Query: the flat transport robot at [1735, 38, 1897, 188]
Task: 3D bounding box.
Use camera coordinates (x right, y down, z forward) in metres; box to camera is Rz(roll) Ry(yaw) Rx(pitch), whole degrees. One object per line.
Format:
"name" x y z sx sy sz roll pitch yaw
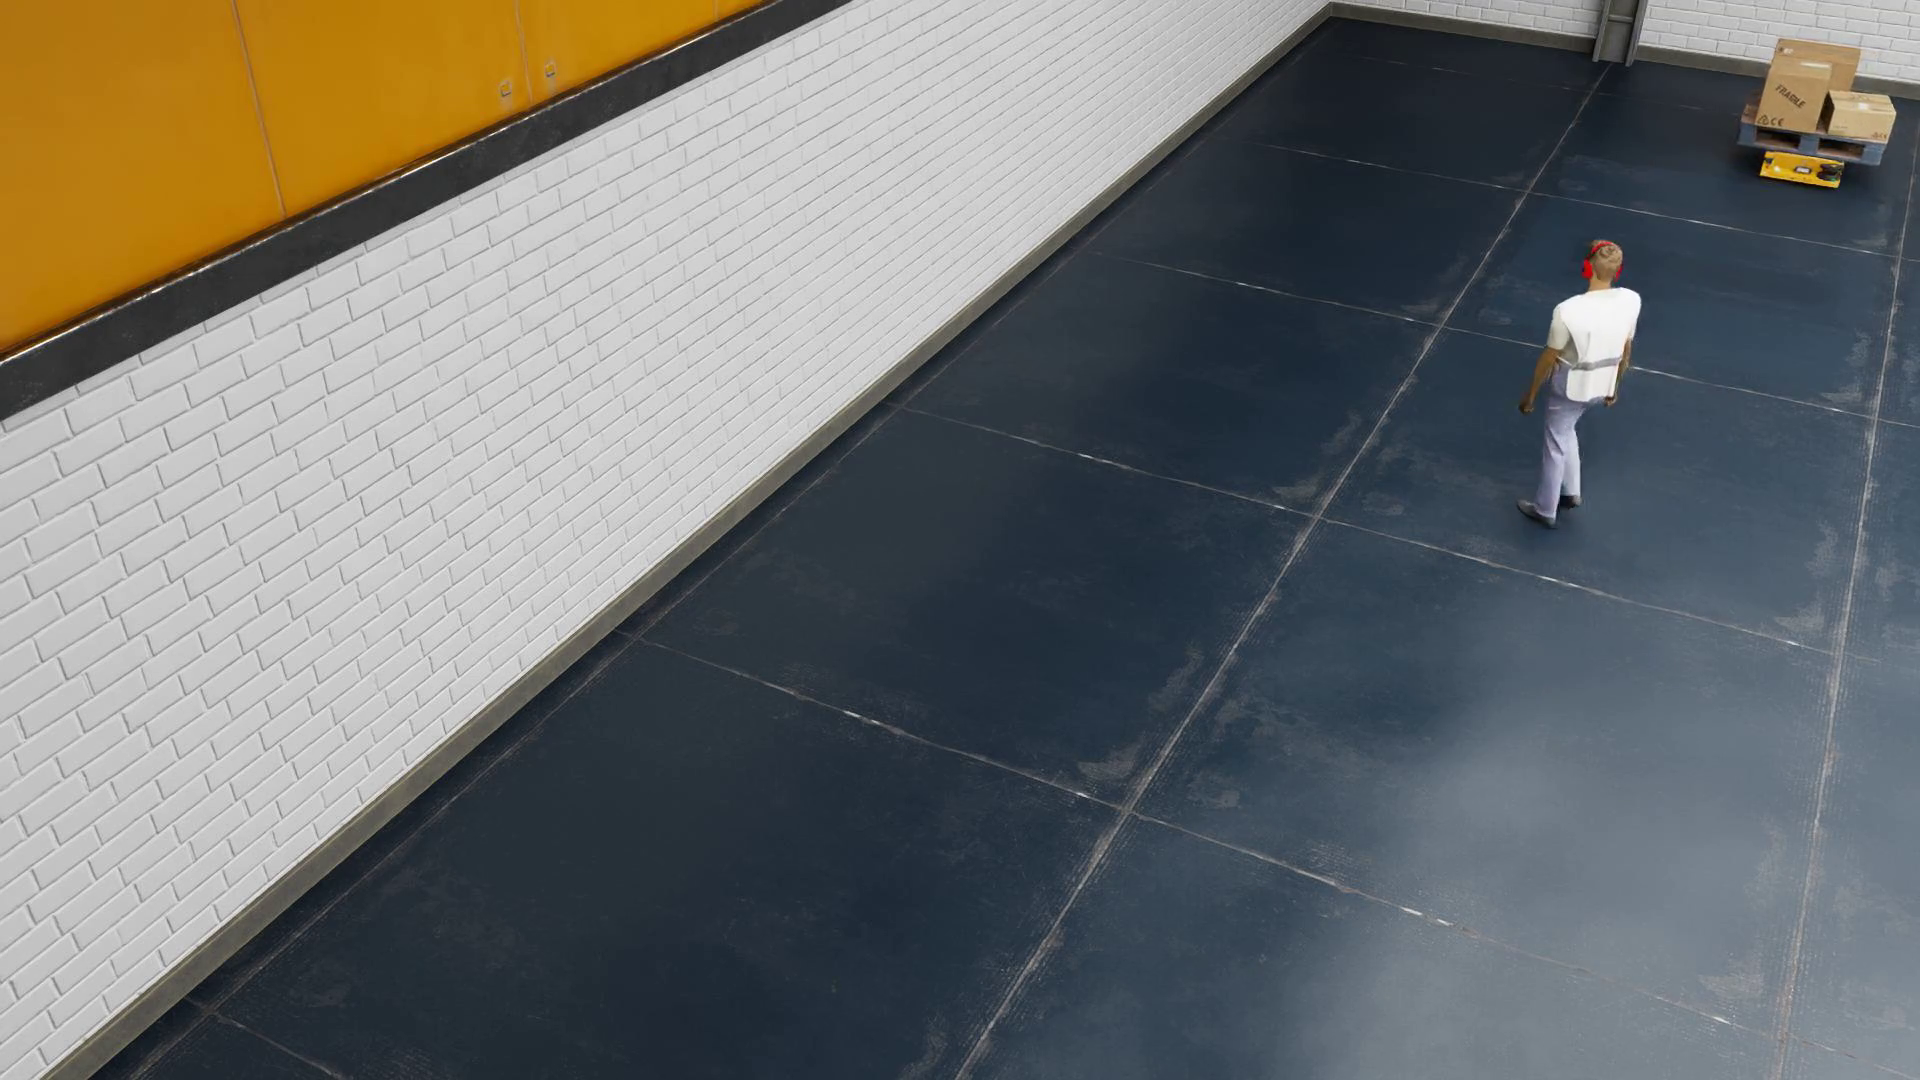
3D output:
"flat transport robot" 7.815 -3.612 15.351 0.659 0.231 1.431 16 37 22

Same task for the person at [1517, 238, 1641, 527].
"person" 3.657 -0.906 9.925 0.594 1.829 0.459 -14 36 -20
